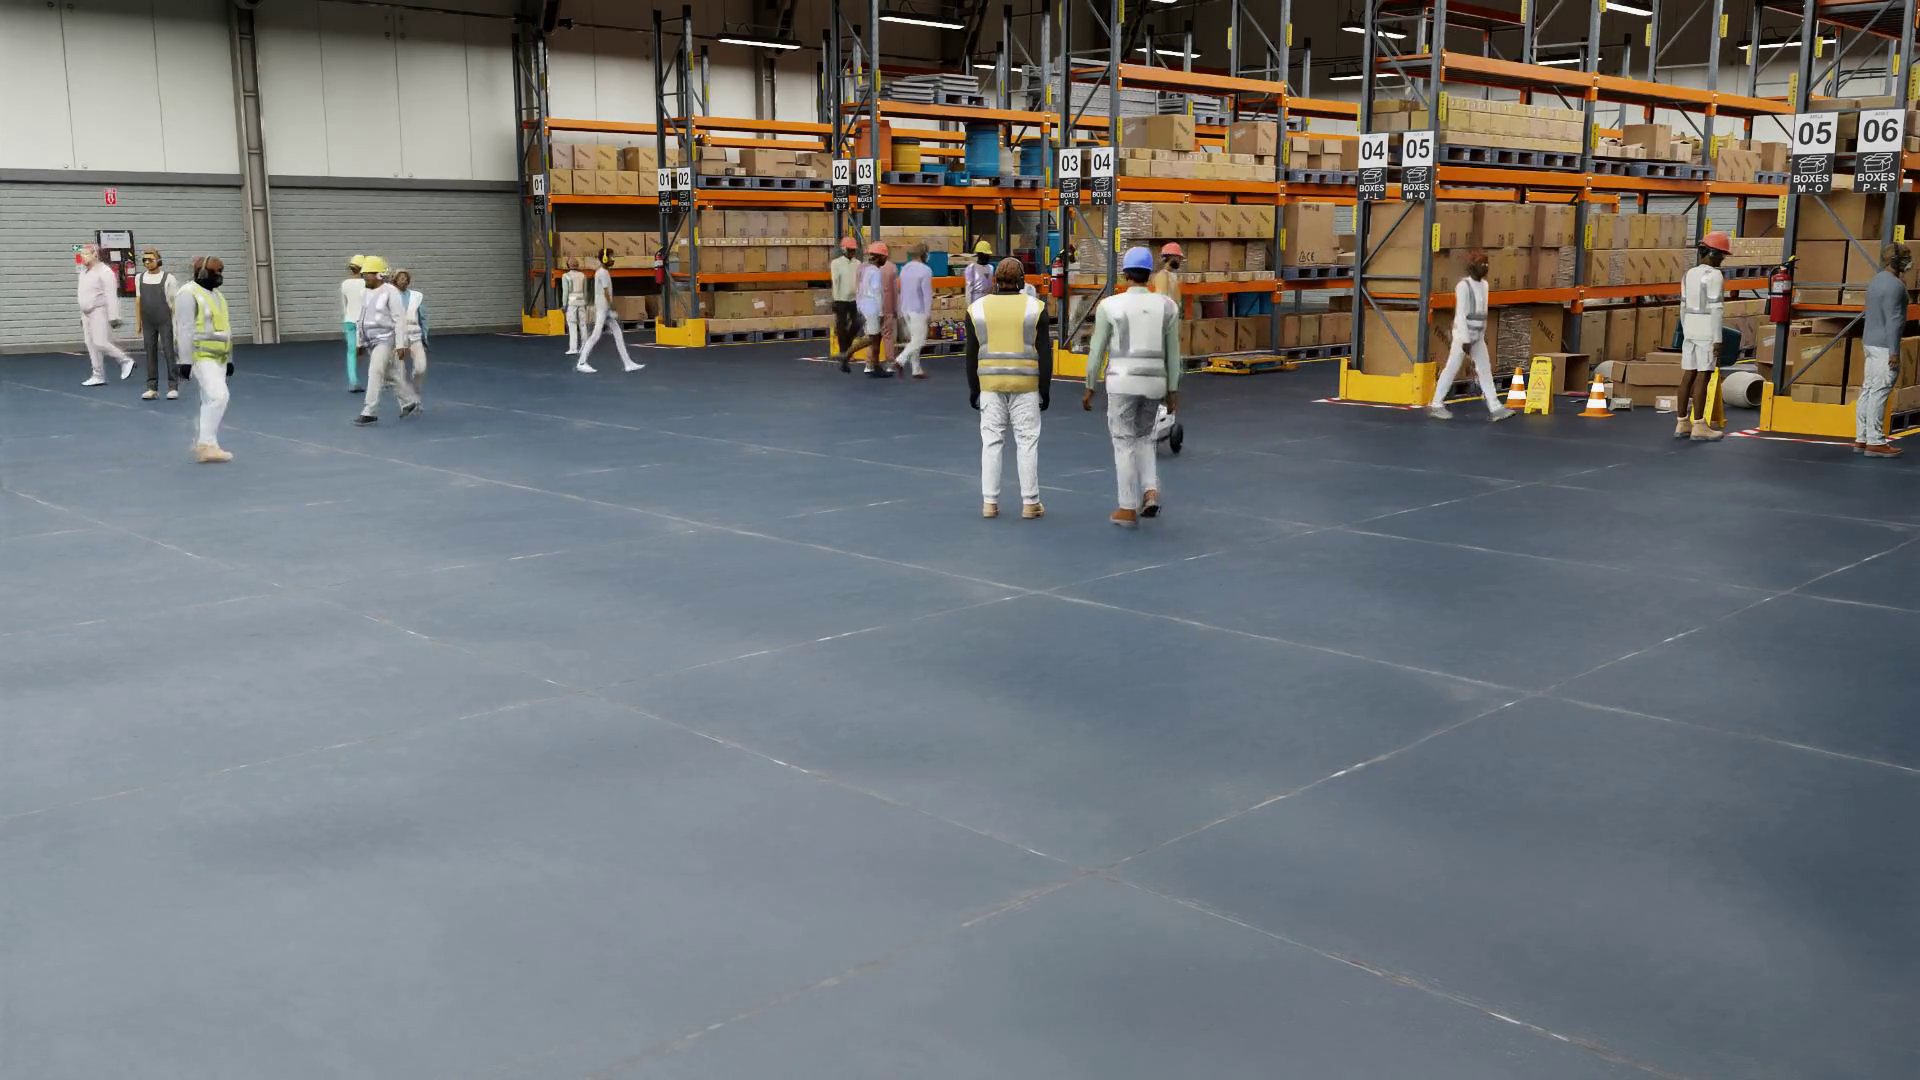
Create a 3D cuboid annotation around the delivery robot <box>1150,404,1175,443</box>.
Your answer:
[{"bbox_3d":[1.741,-1.100,15.340,0.477,0.478,0.707,4,11,22],"label":"delivery robot"}]

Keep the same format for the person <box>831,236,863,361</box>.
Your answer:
[{"bbox_3d":[-1.803,-3.856,26.600,0.628,1.978,0.446,-7,12,-33],"label":"person"}]

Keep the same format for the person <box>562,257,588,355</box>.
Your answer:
[{"bbox_3d":[-6.502,-3.950,28.068,0.308,1.636,0.524,7,13,35],"label":"person"}]

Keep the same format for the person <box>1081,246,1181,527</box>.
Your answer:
[{"bbox_3d":[1.191,-1.057,11.523,0.625,1.925,0.446,-4,11,-20],"label":"person"}]

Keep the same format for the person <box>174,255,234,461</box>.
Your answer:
[{"bbox_3d":[-6.624,-1.593,14.714,0.489,1.820,0.646,1,10,4],"label":"person"}]

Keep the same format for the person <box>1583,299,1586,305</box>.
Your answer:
[{"bbox_3d":[11.104,-4.124,29.111,0.521,1.602,0.770,9,14,41],"label":"person"}]

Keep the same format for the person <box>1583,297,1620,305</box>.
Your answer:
[{"bbox_3d":[10.281,-3.808,26.691,0.697,1.862,0.598,-9,14,-42],"label":"person"}]

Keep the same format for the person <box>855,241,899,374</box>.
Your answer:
[{"bbox_3d":[-1.207,-3.381,24.230,0.642,1.909,0.399,-1,10,-7],"label":"person"}]

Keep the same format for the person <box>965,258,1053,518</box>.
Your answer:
[{"bbox_3d":[0.355,-1.082,11.875,0.623,1.844,0.429,2,11,11],"label":"person"}]

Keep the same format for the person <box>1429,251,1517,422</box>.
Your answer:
[{"bbox_3d":[5.546,-2.199,18.009,0.598,1.825,1.009,-9,14,-40],"label":"person"}]

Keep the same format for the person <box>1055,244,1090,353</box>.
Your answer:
[{"bbox_3d":[1.851,-4.090,28.283,0.572,1.832,0.825,10,14,44],"label":"person"}]

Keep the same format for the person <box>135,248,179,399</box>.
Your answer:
[{"bbox_3d":[-9.863,-2.655,20.437,0.506,1.847,0.343,-1,10,-4],"label":"person"}]

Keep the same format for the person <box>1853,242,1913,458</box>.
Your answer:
[{"bbox_3d":[8.460,-1.743,15.214,0.368,1.939,0.633,2,11,11],"label":"person"}]

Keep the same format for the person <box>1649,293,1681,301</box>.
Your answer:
[{"bbox_3d":[13.906,-4.945,32.785,0.675,1.890,0.474,6,12,30],"label":"person"}]

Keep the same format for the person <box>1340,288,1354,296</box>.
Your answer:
[{"bbox_3d":[9.761,-6.566,41.684,0.988,1.873,0.605,3,11,16],"label":"person"}]

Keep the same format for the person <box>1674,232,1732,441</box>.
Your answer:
[{"bbox_3d":[7.362,-2.016,16.440,0.393,2.034,0.605,-1,10,-7],"label":"person"}]

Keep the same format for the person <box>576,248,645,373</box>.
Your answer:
[{"bbox_3d":[-5.201,-3.370,24.431,0.994,1.821,0.518,-1,10,-3],"label":"person"}]

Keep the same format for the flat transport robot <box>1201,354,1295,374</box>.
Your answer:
[{"bbox_3d":[4.273,-2.608,24.594,1.431,0.197,0.652,-10,14,-43],"label":"flat transport robot"}]

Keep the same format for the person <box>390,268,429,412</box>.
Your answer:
[{"bbox_3d":[-6.227,-2.227,18.676,0.538,1.626,0.372,-7,12,-33],"label":"person"}]

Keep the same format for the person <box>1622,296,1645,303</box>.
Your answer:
[{"bbox_3d":[14.929,-5.618,36.521,0.995,1.864,0.610,6,12,29],"label":"person"}]

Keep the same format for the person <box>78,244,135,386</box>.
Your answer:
[{"bbox_3d":[-11.555,-3.028,22.354,0.649,1.890,0.565,7,12,33],"label":"person"}]

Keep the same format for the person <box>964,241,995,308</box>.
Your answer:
[{"bbox_3d":[0.321,-3.510,24.915,0.402,1.917,0.589,10,14,42],"label":"person"}]

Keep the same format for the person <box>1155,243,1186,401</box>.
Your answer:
[{"bbox_3d":[2.524,-2.637,20.214,0.360,1.910,0.629,4,11,20],"label":"person"}]

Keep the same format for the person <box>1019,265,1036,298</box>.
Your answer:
[{"bbox_3d":[0.765,-2.880,22.195,0.550,1.655,0.830,2,11,12],"label":"person"}]

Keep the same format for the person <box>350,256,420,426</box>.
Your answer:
[{"bbox_3d":[-6.203,-2.153,17.857,0.606,1.791,0.919,7,13,35],"label":"person"}]

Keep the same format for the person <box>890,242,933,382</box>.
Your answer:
[{"bbox_3d":[-0.661,-3.113,22.763,0.673,1.915,0.669,-8,13,-37],"label":"person"}]

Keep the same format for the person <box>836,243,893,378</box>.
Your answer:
[{"bbox_3d":[-1.345,-3.228,23.440,0.781,1.906,0.565,-3,11,-14],"label":"person"}]

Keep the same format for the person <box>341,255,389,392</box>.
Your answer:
[{"bbox_3d":[-7.661,-2.786,21.425,0.546,1.736,0.760,4,11,19],"label":"person"}]

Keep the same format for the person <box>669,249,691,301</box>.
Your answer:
[{"bbox_3d":[-5.480,-4.984,33.233,0.629,1.801,0.778,4,11,20],"label":"person"}]
